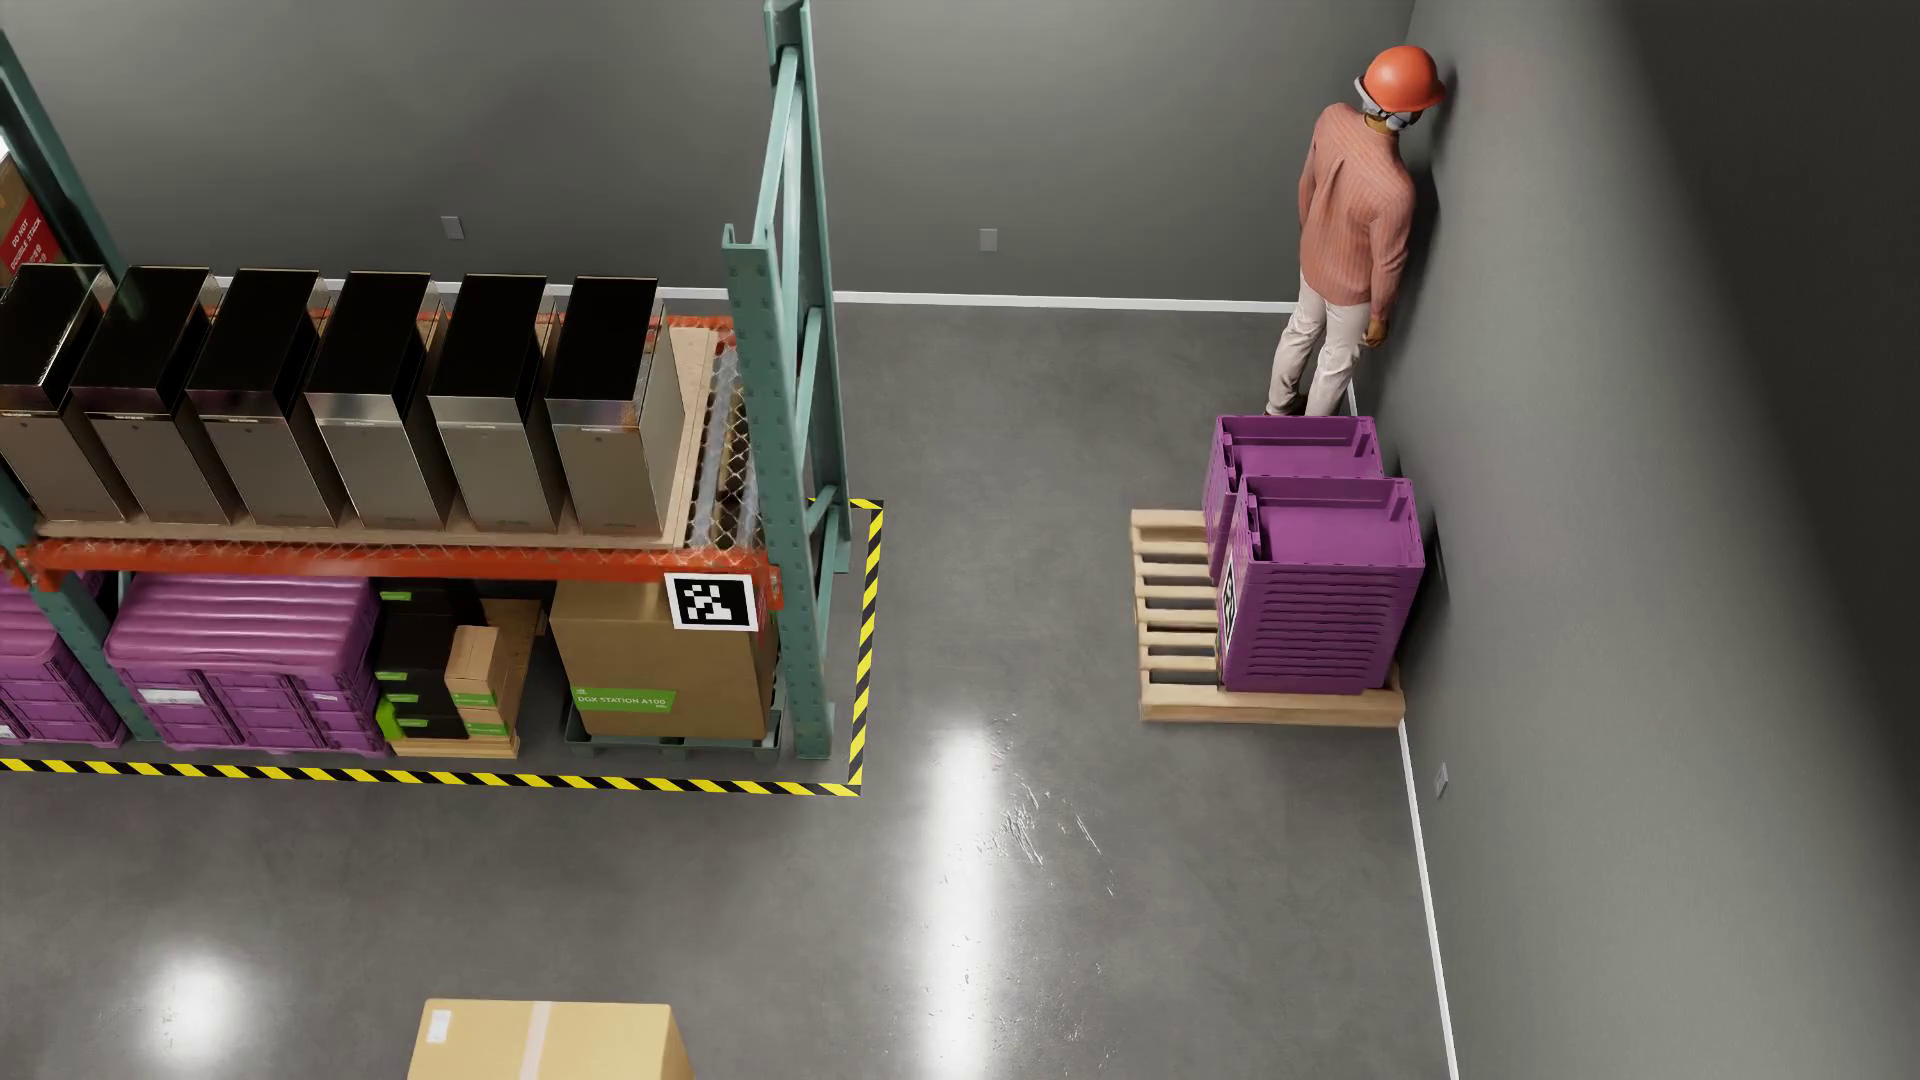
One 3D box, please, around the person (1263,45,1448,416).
[{"bbox_3d":[1.523,-1.063,6.494,0.392,1.992,0.623,-17,54,-13],"label":"person"}]
